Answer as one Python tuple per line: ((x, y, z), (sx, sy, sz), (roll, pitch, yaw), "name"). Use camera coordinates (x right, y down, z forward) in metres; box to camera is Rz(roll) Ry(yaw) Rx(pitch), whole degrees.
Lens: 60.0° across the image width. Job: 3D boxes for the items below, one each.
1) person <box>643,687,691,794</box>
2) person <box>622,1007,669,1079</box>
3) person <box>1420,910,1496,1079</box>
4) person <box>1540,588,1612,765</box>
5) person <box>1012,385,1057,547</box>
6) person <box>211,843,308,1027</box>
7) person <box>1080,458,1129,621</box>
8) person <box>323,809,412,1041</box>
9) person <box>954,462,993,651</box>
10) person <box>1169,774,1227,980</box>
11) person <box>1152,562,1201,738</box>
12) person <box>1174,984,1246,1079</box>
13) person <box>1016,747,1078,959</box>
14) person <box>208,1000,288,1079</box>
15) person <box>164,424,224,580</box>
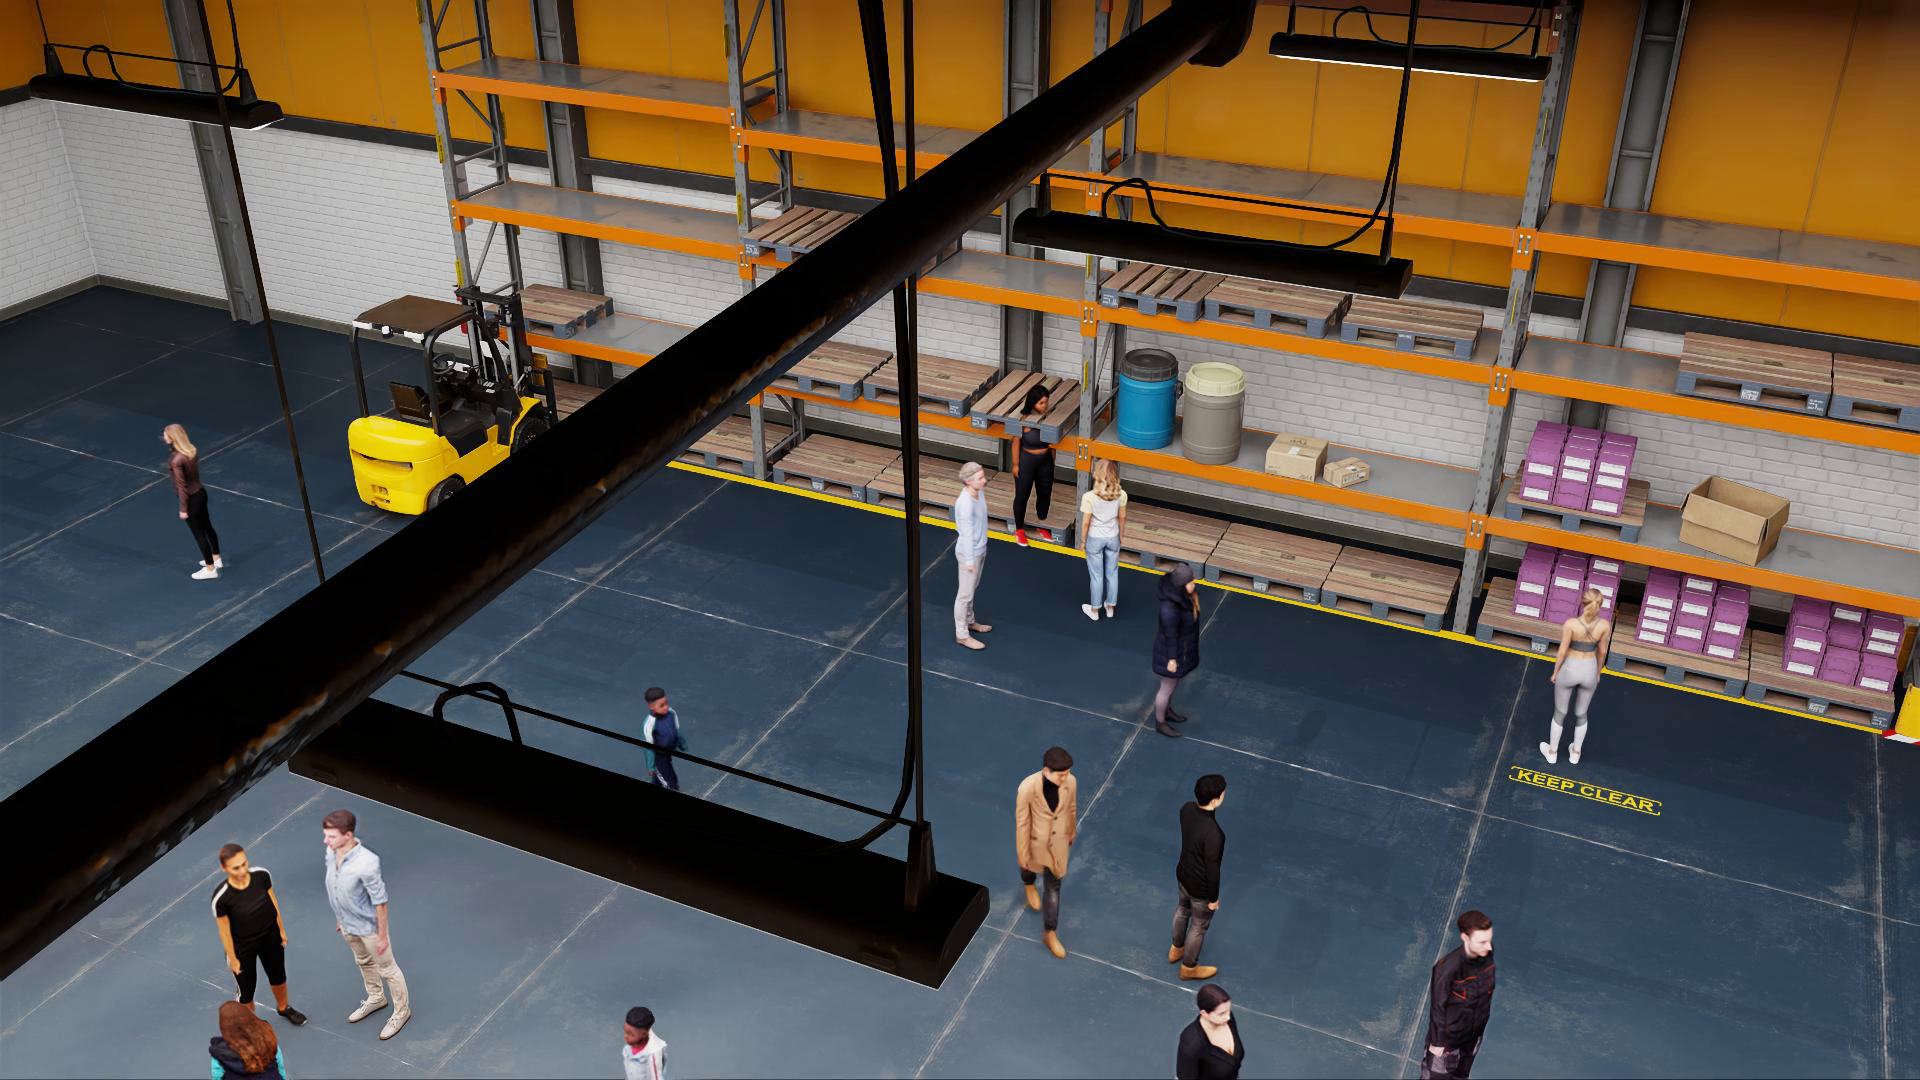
((-2.481, 1.721, 13.612), (0.824, 1.233, 0.547), (14, 32, 24), "person")
((-1.920, 3.406, 10.505), (0.679, 1.251, 0.662), (-21, 35, -34), "person")
((3.105, 3.081, 10.408), (0.775, 1.915, 0.757), (-21, 35, -34), "person")
((5.258, 1.155, 14.159), (0.585, 1.703, 0.692), (2, 29, 4), "person")
((0.782, -0.827, 17.677), (0.772, 1.815, 0.828), (-11, 30, -19), "person")
((-4.819, 2.722, 11.325), (0.586, 1.666, 0.620), (20, 34, 32), "person")
((1.400, -0.004, 16.264), (0.697, 1.723, 0.767), (-8, 30, -15), "person")
((-4.075, 2.597, 11.367), (0.511, 1.846, 0.738), (17, 33, 28), "person")
((0.103, 0.115, 15.868), (0.629, 1.893, 0.698), (7, 29, 13), "person")
((1.699, 2.393, 11.872), (0.757, 1.720, 0.697), (-10, 30, -18), "person")
((1.876, 0.941, 14.581), (0.660, 1.675, 0.688), (10, 30, 17), "person")
((1.459, 3.357, 10.065), (0.696, 1.758, 0.729), (21, 35, 33), "person")
((0.587, 2.163, 12.344), (1.146, 1.672, 1.131), (-7, 29, -12), "person")
((-4.278, 3.463, 10.177), (0.822, 1.466, 1.026), (-23, 36, -35), "person")
((-7.849, -0.412, 17.030), (0.666, 1.705, 0.677), (-2, 29, -3), "person")
